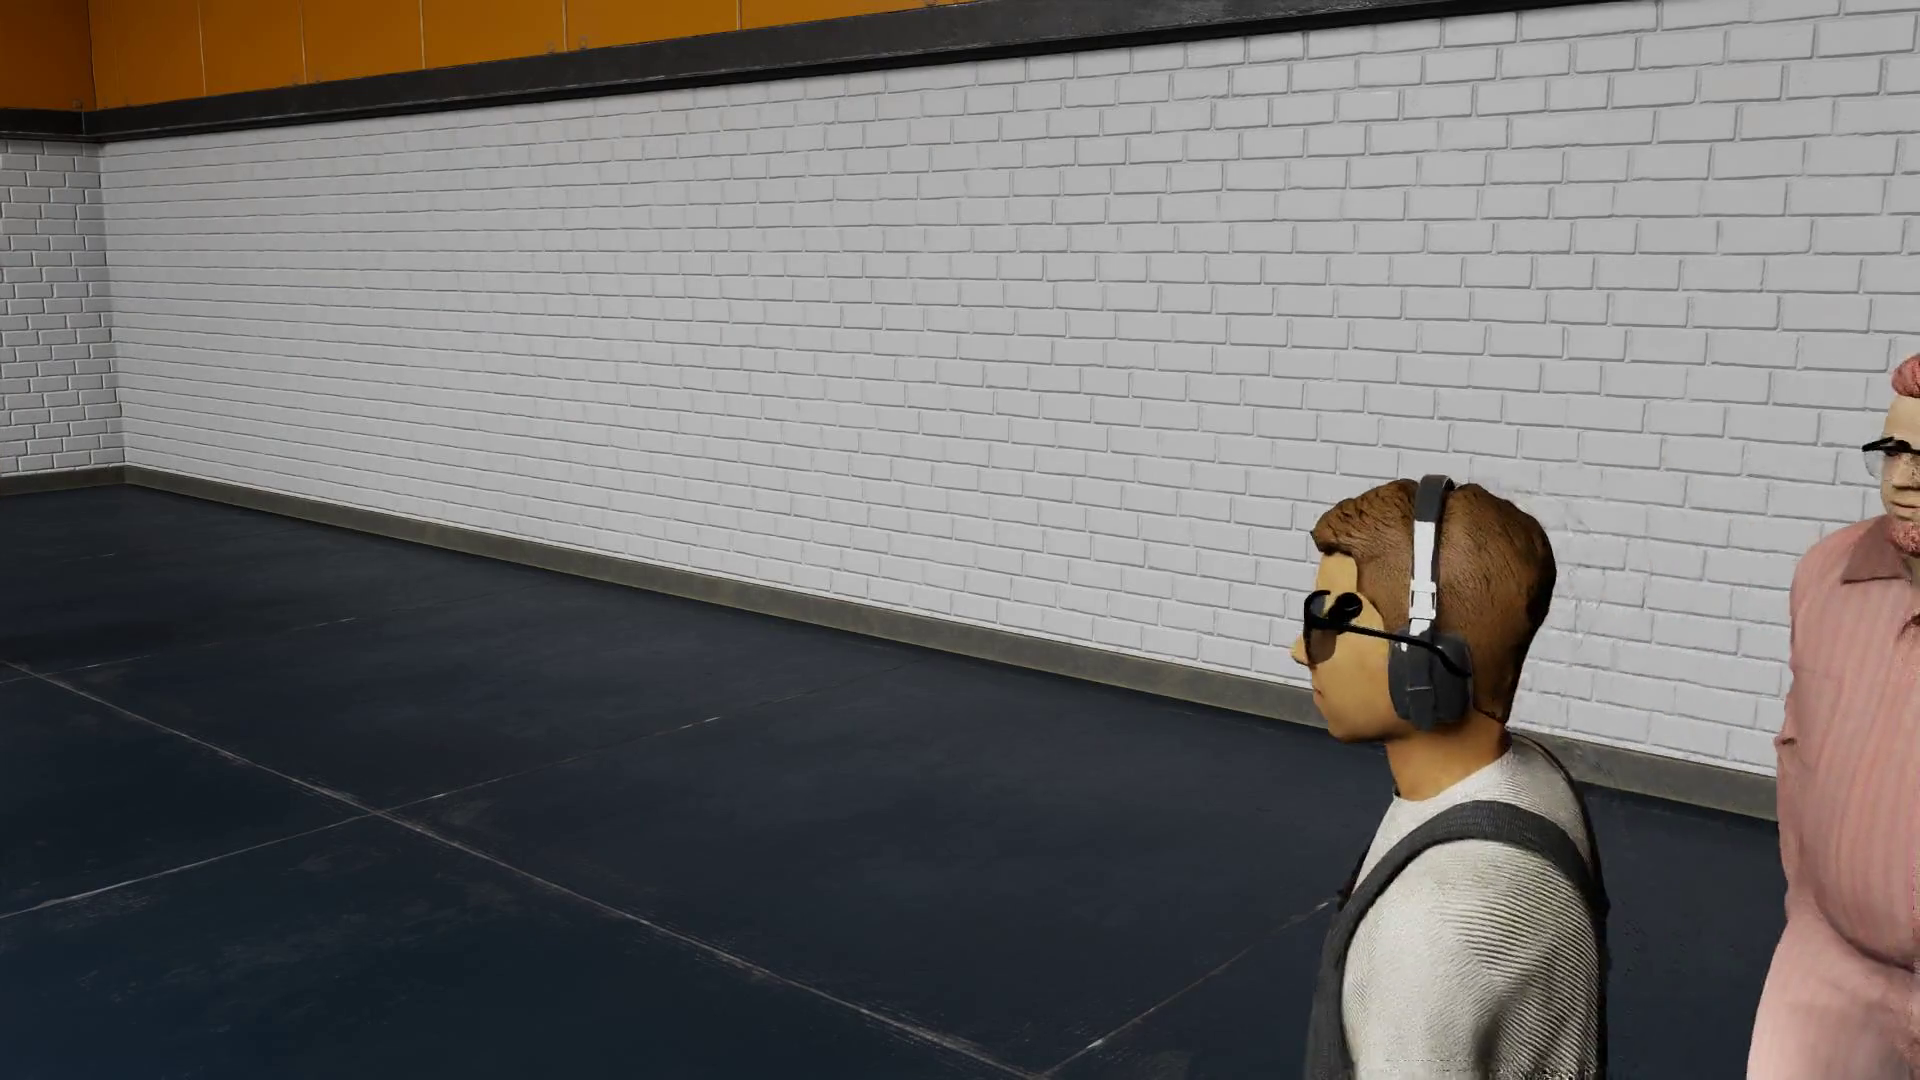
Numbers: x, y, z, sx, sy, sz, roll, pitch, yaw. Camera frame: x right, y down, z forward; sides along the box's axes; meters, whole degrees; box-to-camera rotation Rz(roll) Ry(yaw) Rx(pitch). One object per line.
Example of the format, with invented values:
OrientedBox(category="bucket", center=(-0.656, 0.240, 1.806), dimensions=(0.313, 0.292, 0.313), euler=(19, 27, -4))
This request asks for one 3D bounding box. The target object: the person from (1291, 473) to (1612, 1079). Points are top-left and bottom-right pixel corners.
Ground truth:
OrientedBox(category="person", center=(0.438, 0.826, 1.754), dimensions=(0.969, 1.796, 0.518), euler=(4, 11, 20))

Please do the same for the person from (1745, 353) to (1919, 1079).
OrientedBox(category="person", center=(1.459, 0.654, 2.510), dimensions=(0.519, 1.881, 0.673), euler=(-5, 11, -27))
